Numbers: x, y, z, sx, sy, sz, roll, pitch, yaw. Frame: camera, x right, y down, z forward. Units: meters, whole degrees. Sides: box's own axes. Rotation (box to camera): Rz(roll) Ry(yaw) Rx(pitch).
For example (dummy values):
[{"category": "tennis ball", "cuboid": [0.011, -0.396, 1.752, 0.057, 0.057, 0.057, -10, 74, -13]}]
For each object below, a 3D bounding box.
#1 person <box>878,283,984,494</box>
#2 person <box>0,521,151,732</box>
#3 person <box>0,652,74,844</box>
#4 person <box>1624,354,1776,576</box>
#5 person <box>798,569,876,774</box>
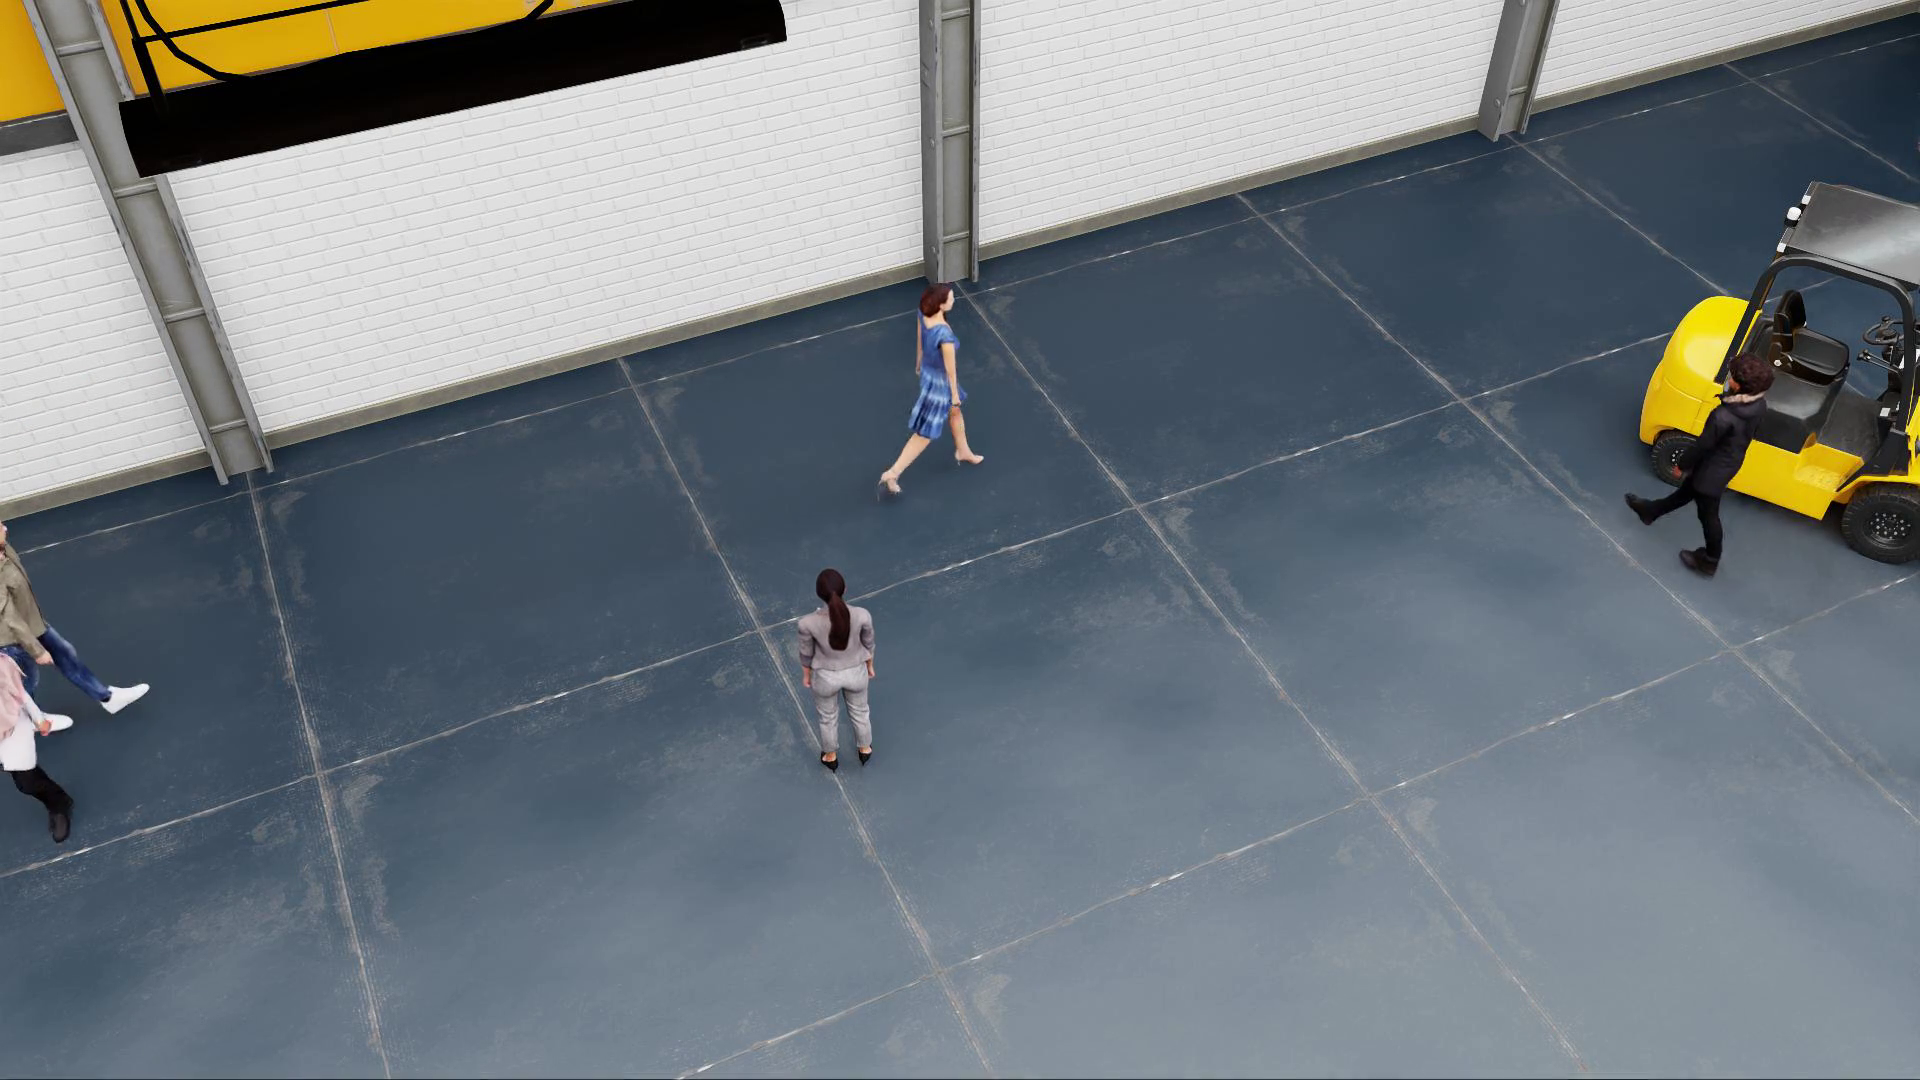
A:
[{"category": "person", "cuboid": [-0.236, -1.058, 12.055, 1.119, 1.771, 0.616, -17, 46, -17]}, {"category": "person", "cuboid": [-5.921, 0.577, 10.298, 1.066, 1.826, 0.810, -12, 45, -13]}, {"category": "person", "cuboid": [-5.650, 1.049, 9.829, 0.690, 1.789, 0.792, -5, 44, -5]}, {"category": "person", "cuboid": [5.273, -0.462, 11.458, 1.080, 1.730, 0.857, -28, 50, -26]}, {"category": "person", "cuboid": [-0.738, 0.822, 10.146, 0.590, 1.680, 0.726, -9, 44, -9]}]
